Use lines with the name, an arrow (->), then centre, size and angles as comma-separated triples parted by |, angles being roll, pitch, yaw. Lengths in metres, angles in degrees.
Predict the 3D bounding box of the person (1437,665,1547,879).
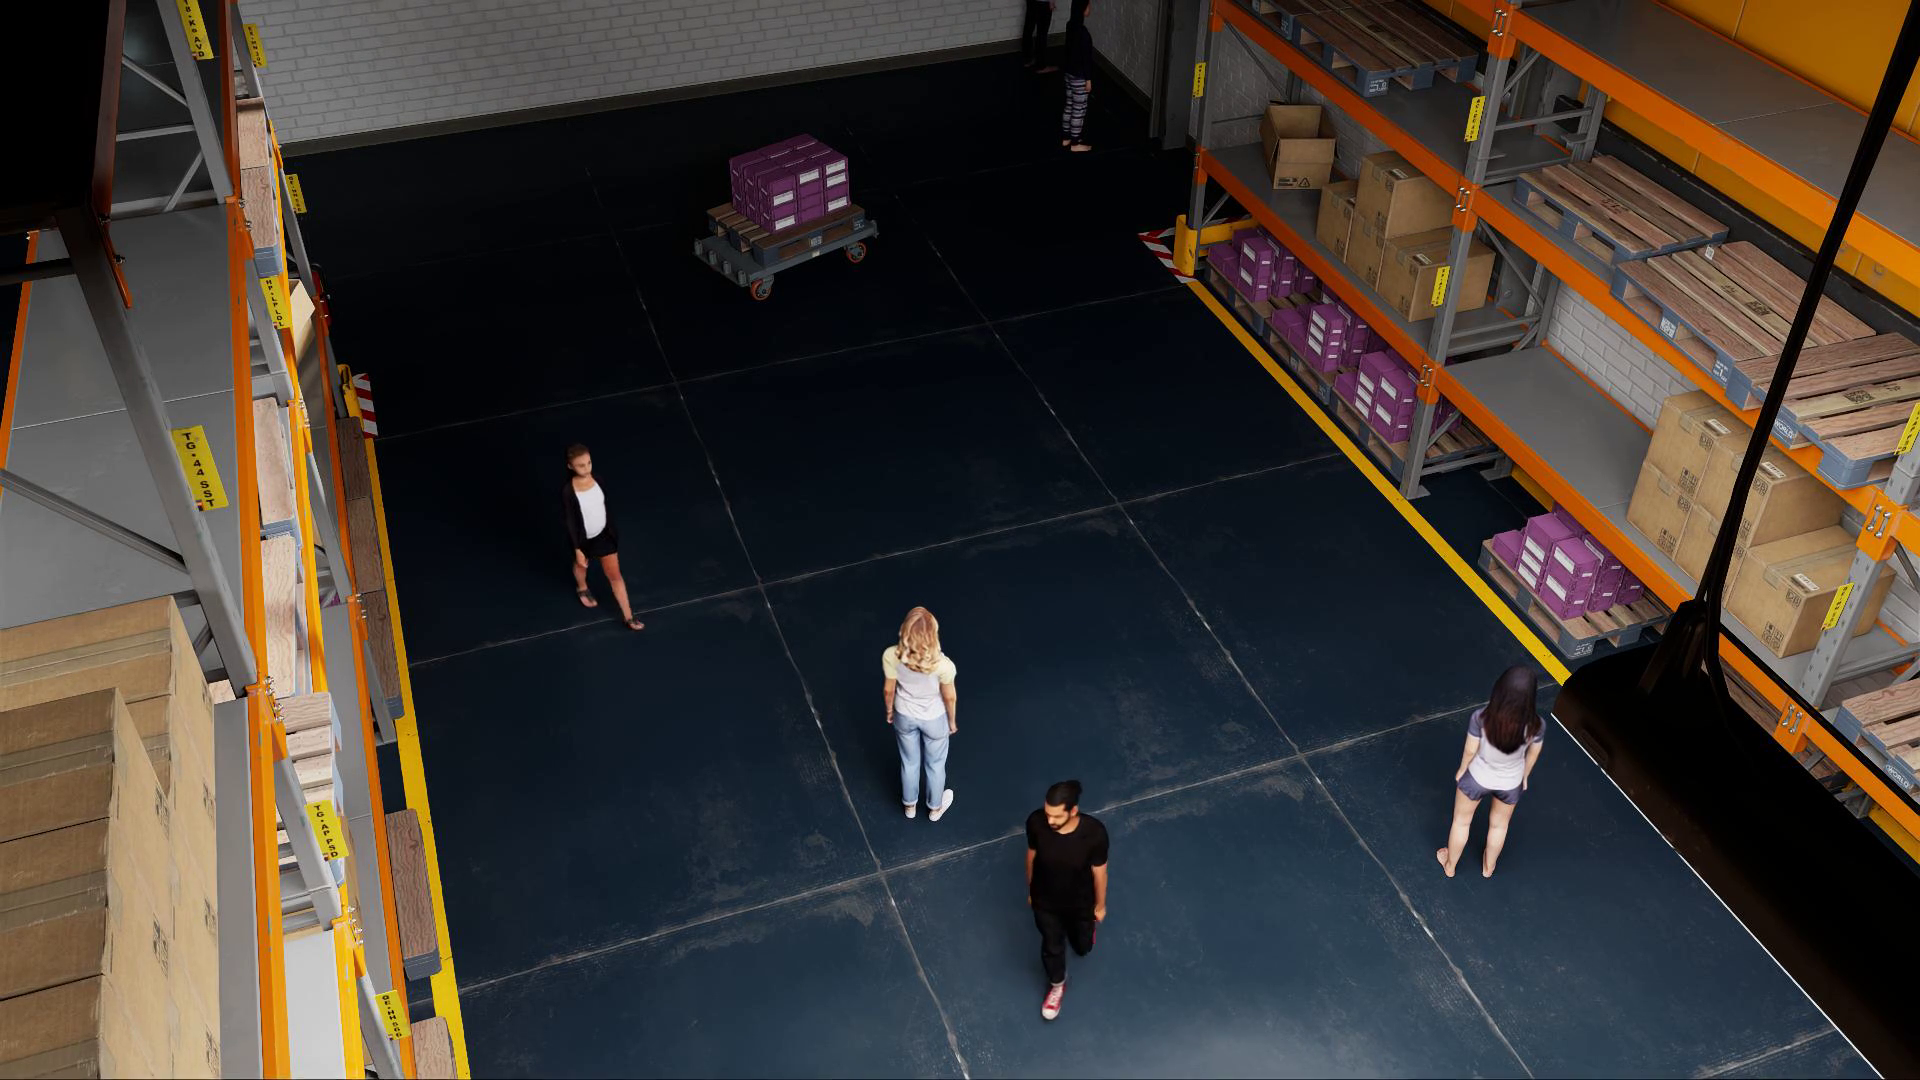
person -> 3.210, 1.413, 10.024 | 0.672, 1.706, 0.670 | 3, 39, 4

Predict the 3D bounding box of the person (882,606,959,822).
person -> -0.241, 1.103, 10.399 | 0.713, 1.723, 0.724 | 8, 39, 10

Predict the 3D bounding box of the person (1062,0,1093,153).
person -> 1.280, -5.104, 18.161 | 0.682, 1.734, 0.478 | -16, 41, -19

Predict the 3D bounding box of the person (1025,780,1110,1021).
person -> 0.607, 1.930, 9.350 | 0.919, 1.738, 1.021 | 8, 39, 10

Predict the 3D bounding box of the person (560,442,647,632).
person -> -2.729, -0.067, 12.031 | 0.743, 1.514, 1.101 | -25, 45, -28

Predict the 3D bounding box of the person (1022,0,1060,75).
person -> 0.935, -6.525, 19.846 | 0.792, 1.853, 0.609 | -23, 44, -26
